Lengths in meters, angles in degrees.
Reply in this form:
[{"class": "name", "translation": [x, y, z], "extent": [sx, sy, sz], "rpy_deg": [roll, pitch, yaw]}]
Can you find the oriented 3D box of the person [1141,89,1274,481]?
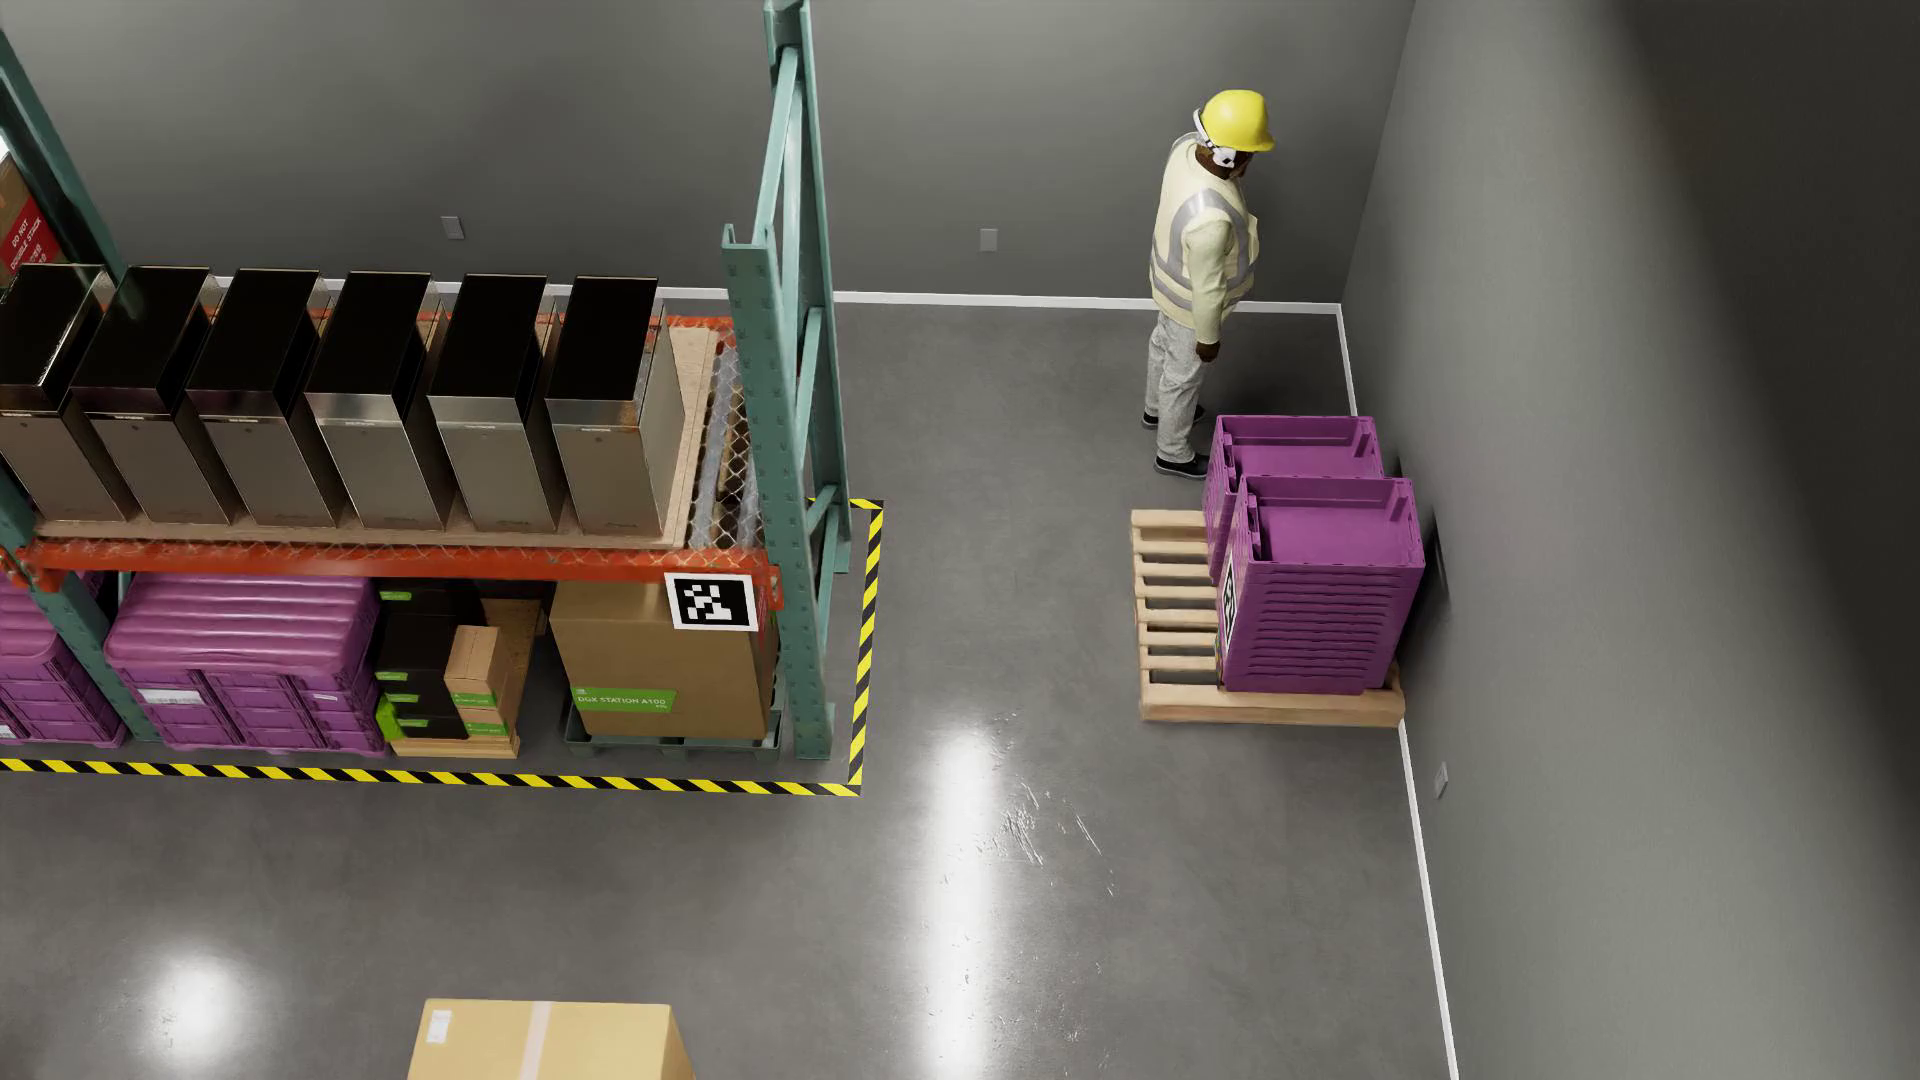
[{"class": "person", "translation": [0.944, -0.992, 6.548], "extent": [0.404, 1.822, 0.589], "rpy_deg": [-2, 52, -2]}]
